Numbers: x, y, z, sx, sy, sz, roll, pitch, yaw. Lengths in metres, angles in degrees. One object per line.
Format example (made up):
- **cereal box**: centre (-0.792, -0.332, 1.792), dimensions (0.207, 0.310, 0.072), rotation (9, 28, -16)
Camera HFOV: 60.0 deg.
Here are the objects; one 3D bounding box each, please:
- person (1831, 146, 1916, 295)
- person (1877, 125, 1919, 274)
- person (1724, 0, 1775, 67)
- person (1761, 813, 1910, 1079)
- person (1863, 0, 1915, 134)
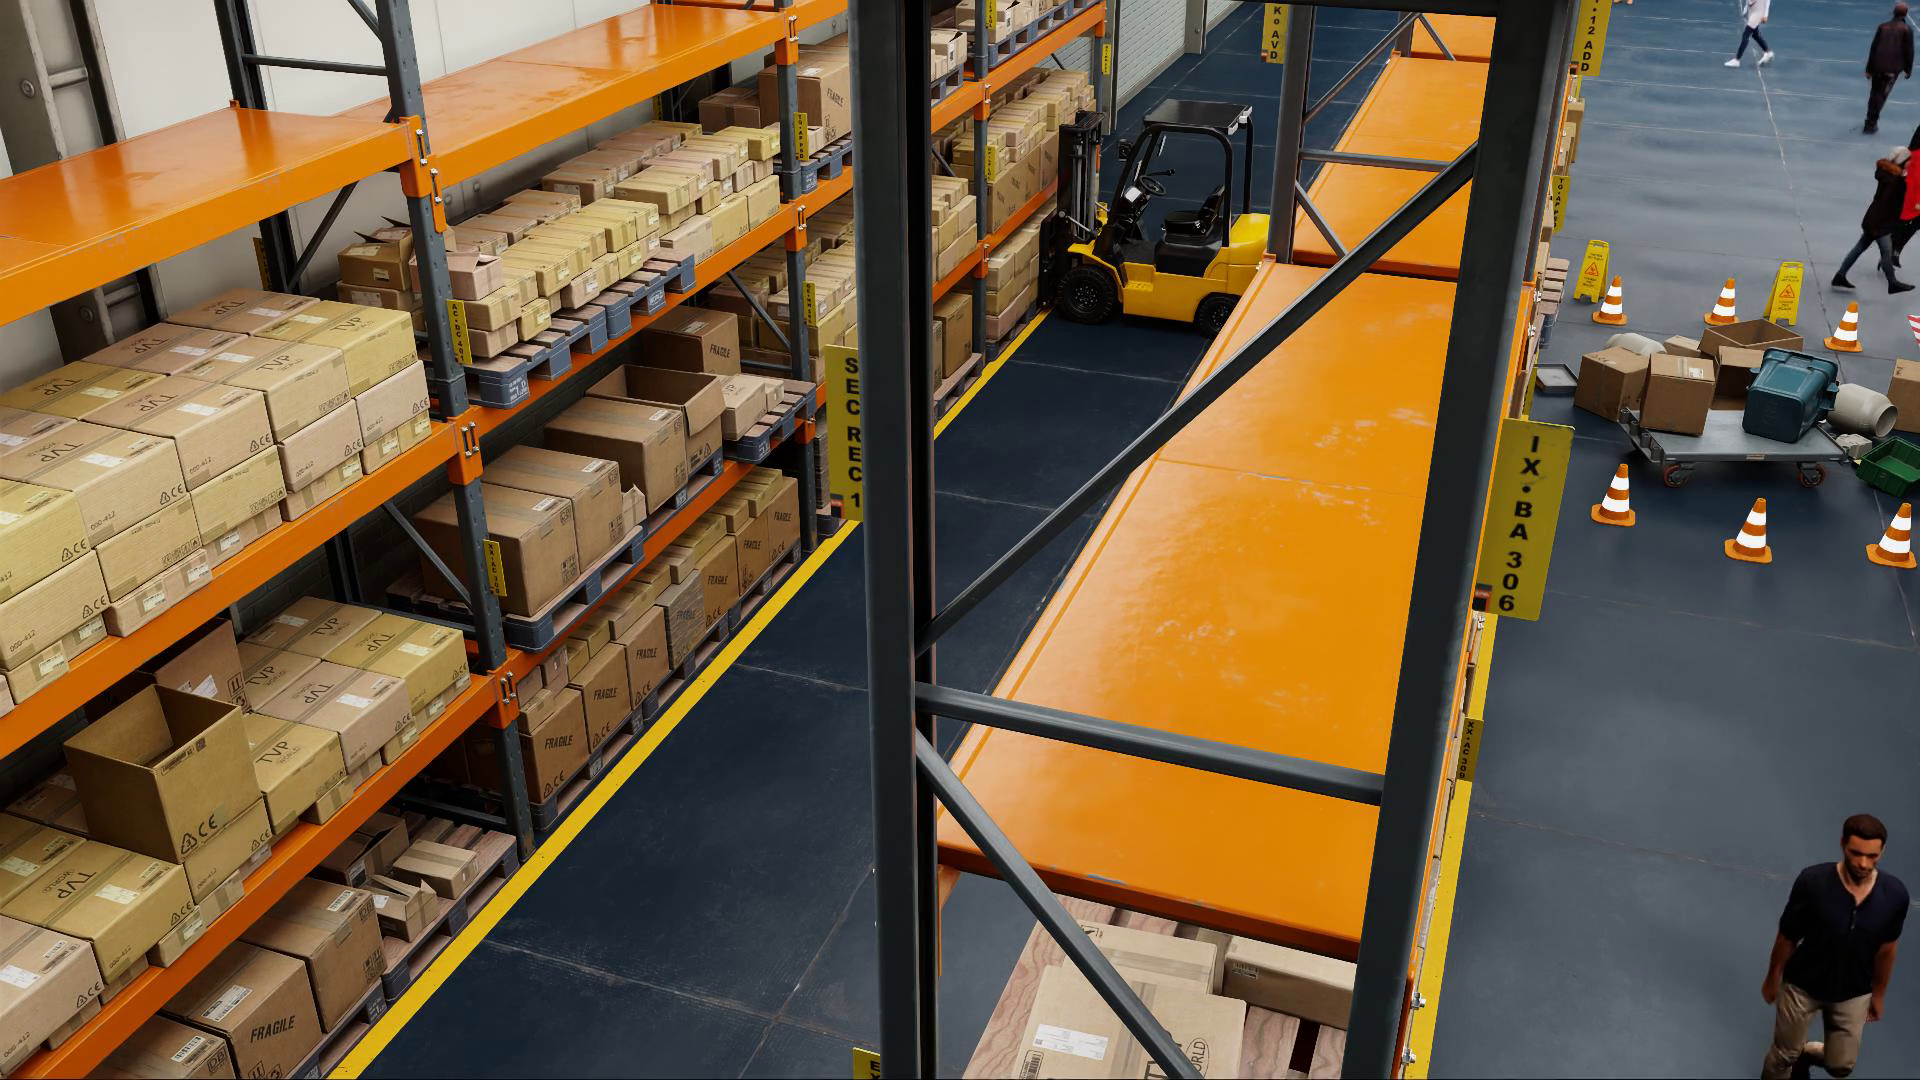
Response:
- **person**: centre (9.833, -3.434, 17.919), dimensions (0.695, 1.595, 0.959), rotation (11, 30, 19)
- **person**: centre (10.467, -3.811, 18.477), dimensions (0.712, 1.737, 0.586), rotation (13, 31, 23)
- **person**: centre (13.414, -8.797, 27.833), dimensions (1.039, 1.741, 1.145), rotation (-3, 28, -6)
- **person**: centre (3.904, 1.957, 7.529), dimensions (0.670, 1.846, 0.786), rotation (8, 29, 15)
- **person**: centre (13.337, -6.793, 24.006), dimensions (1.157, 1.802, 1.027), rotation (-19, 34, -32)
